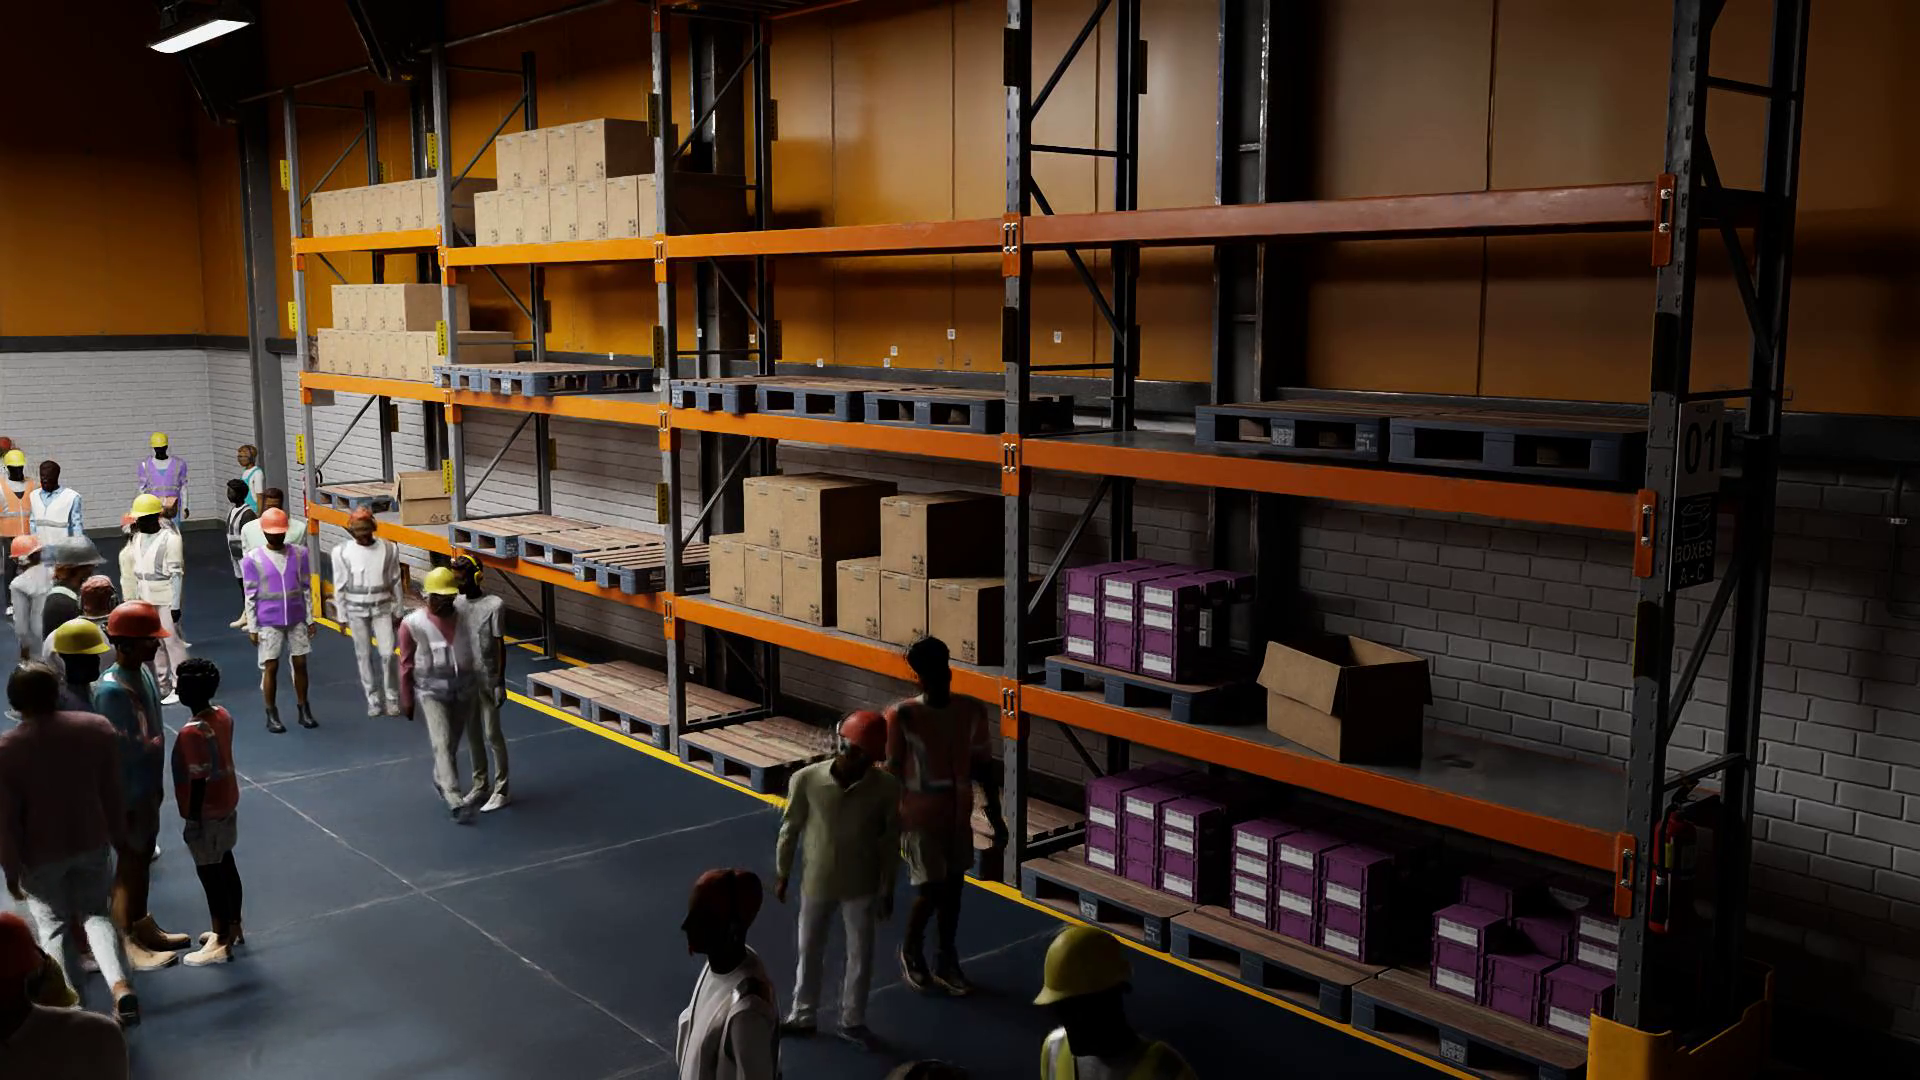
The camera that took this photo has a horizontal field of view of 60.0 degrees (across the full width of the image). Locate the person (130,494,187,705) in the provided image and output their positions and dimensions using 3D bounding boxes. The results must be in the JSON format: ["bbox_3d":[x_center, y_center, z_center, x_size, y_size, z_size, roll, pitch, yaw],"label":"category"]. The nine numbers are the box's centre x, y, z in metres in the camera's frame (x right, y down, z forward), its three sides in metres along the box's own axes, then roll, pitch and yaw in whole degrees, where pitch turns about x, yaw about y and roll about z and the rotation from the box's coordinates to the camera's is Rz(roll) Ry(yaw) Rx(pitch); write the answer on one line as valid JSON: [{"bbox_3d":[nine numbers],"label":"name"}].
[{"bbox_3d":[-7.272,0.533,15.068,0.586,1.920,0.397,4,9,27],"label":"person"}]

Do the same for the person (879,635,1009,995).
[{"bbox_3d":[-0.090,1.442,8.653,0.647,1.940,0.446,-6,10,-34],"label":"person"}]

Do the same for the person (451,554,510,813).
[{"bbox_3d":[-3.465,1.018,11.930,0.518,1.856,0.351,4,9,25],"label":"person"}]

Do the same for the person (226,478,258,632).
[{"bbox_3d":[-7.927,0.163,18.400,0.319,1.695,0.539,-8,11,-43],"label":"person"}]

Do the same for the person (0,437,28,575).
[{"bbox_3d":[-12.686,-0.440,22.076,0.883,1.844,0.595,0,8,0],"label":"person"}]

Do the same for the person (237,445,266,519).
[{"bbox_3d":[-8.980,-0.299,21.152,0.341,1.839,0.501,-7,11,-40],"label":"person"}]

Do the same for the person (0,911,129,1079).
[{"bbox_3d":[-2.650,1.993,4.710,0.637,1.986,0.414,-3,9,-20],"label":"person"}]

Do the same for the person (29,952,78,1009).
[{"bbox_3d":[-2.776,2.072,5.014,0.316,1.737,0.484,1,8,7],"label":"person"}]

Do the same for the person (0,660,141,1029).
[{"bbox_3d":[-4.367,1.533,8.121,0.625,1.916,0.658,7,11,42],"label":"person"}]

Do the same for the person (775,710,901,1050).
[{"bbox_3d":[-0.640,1.647,8.060,0.710,1.704,0.386,0,8,0],"label":"person"}]

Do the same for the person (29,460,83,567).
[{"bbox_3d":[-9.878,0.082,18.197,0.587,1.920,0.391,1,8,7],"label":"person"}]

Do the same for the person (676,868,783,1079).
[{"bbox_3d":[-0.741,1.953,5.311,0.355,1.885,0.575,-3,9,-19],"label":"person"}]

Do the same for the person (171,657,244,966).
[{"bbox_3d":[-4.166,1.488,9.194,0.315,1.695,0.541,-1,8,-7],"label":"person"}]

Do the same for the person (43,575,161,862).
[{"bbox_3d":[-5.476,1.170,10.676,0.652,1.906,0.405,-3,9,-22],"label":"person"}]

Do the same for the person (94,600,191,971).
[{"bbox_3d":[-4.482,1.334,9.105,0.406,2.036,0.606,-2,8,-12],"label":"person"}]

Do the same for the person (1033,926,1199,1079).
[{"bbox_3d":[0.451,2.030,4.753,0.405,1.896,0.628,-8,11,-44],"label":"person"}]

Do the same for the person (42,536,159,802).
[{"bbox_3d":[-6.333,0.930,11.884,0.986,2.000,0.677,-3,9,-19],"label":"person"}]

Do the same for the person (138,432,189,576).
[{"bbox_3d":[-10.513,-0.466,21.980,0.594,1.924,0.382,-4,9,-24],"label":"person"}]

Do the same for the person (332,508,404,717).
[{"bbox_3d":[-5.139,0.643,14.497,0.584,1.860,0.588,-4,9,-23],"label":"person"}]

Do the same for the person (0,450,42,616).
[{"bbox_3d":[-10.947,-0.092,19.378,0.595,1.924,0.376,-7,11,-40],"label":"person"}]

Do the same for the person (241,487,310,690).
[{"bbox_3d":[-6.439,0.447,15.684,0.588,1.913,0.396,-3,9,-20],"label":"person"}]

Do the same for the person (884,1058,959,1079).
[{"bbox_3d":[0.036,2.159,3.890,0.645,1.903,0.940,-6,10,-38],"label":"person"}]

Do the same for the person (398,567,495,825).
[{"bbox_3d":[-3.657,1.067,11.850,0.592,1.787,0.965,-7,11,-39],"label":"person"}]

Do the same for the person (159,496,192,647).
[{"bbox_3d":[-8.226,0.356,17.291,0.310,1.636,0.511,-1,8,-7],"label":"person"}]

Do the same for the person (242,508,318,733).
[{"bbox_3d":[-5.742,0.677,14.066,0.549,1.923,0.390,-7,10,-38],"label":"person"}]
